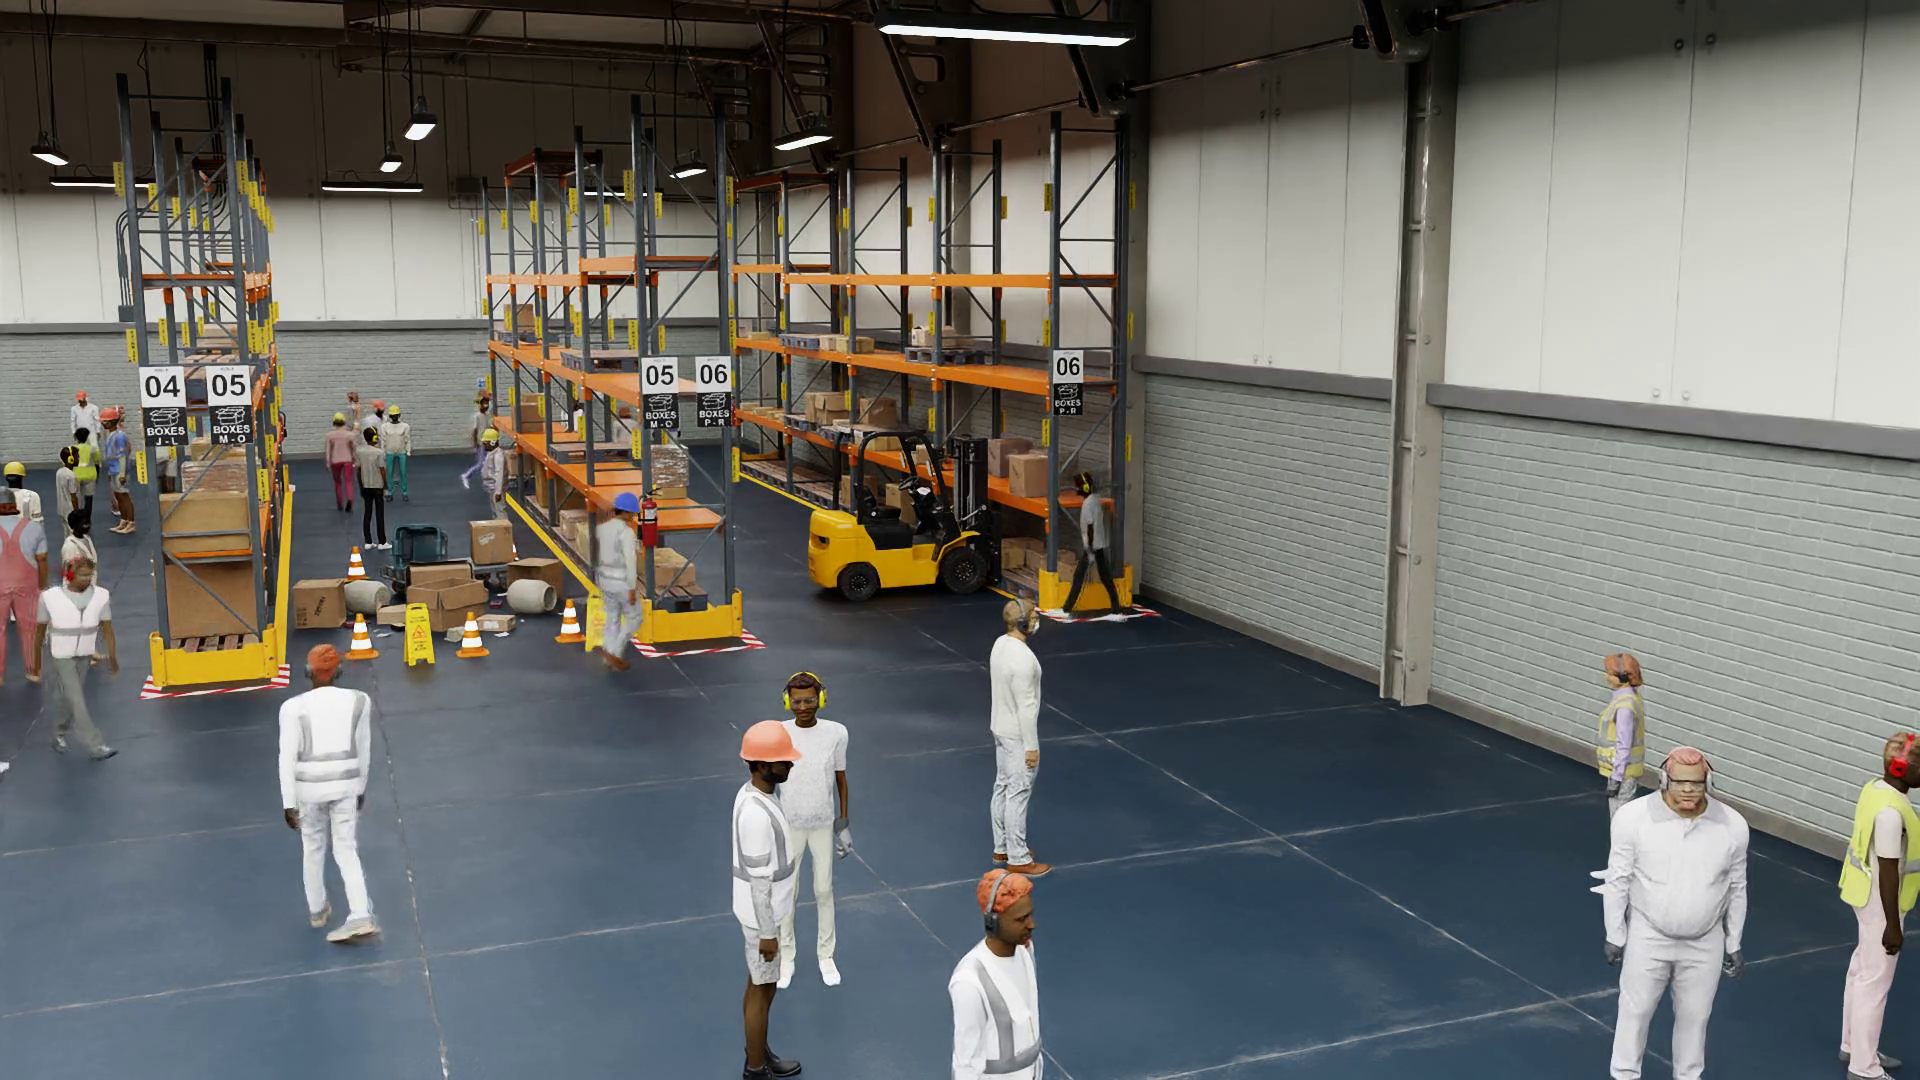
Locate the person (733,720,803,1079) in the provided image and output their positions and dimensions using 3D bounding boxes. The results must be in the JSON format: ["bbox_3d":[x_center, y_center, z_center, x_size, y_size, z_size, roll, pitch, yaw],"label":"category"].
[{"bbox_3d":[-0.957,1.847,8.344,0.356,1.937,0.552,-1,9,-7],"label":"person"}]

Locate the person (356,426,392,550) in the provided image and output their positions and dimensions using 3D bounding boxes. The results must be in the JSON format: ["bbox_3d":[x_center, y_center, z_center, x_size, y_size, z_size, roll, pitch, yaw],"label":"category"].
[{"bbox_3d":[-8.841,-0.780,25.092,0.513,1.872,0.328,3,9,16],"label":"person"}]

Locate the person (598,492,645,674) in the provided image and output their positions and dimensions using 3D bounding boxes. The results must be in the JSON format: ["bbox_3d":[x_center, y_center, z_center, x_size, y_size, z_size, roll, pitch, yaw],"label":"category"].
[{"bbox_3d":[-3.509,0.457,17.177,0.643,1.916,0.415,8,12,42],"label":"person"}]

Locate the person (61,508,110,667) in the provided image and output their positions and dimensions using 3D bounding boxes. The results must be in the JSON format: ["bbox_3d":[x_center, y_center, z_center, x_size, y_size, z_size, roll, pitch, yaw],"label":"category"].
[{"bbox_3d":[-9.297,0.502,17.603,0.323,1.686,0.538,-1,9,-7],"label":"person"}]

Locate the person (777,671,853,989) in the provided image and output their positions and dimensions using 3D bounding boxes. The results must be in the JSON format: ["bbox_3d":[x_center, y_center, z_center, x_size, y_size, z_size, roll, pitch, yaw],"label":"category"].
[{"bbox_3d":[-0.890,1.677,9.658,0.532,1.861,0.321,-1,9,-8],"label":"person"}]

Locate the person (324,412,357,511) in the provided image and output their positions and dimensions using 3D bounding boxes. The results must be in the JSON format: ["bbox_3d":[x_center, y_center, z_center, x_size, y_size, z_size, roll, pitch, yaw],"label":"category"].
[{"bbox_3d":[-10.818,-1.353,29.108,0.535,1.748,0.724,-4,10,-23],"label":"person"}]

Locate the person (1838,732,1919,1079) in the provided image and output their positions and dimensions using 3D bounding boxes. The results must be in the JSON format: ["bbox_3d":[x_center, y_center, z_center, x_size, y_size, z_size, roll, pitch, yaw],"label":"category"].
[{"bbox_3d":[4.700,1.874,8.489,0.389,1.837,0.563,4,10,22],"label":"person"}]

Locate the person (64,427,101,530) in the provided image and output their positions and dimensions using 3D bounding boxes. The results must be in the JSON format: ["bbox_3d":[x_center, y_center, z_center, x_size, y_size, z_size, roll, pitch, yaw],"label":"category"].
[{"bbox_3d":[-14.287,-1.006,27.121,0.528,1.668,0.632,-4,10,-23],"label":"person"}]

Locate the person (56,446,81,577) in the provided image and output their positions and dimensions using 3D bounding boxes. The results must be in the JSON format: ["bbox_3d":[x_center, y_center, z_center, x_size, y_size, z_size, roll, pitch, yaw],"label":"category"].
[{"bbox_3d":[-11.894,-0.325,22.268,0.522,1.865,0.318,8,12,41],"label":"person"}]

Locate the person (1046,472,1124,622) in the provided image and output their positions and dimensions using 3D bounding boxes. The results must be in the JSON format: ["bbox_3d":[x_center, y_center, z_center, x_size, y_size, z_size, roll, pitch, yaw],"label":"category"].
[{"bbox_3d":[1.545,0.085,19.849,0.945,1.812,0.644,4,10,22],"label":"person"}]

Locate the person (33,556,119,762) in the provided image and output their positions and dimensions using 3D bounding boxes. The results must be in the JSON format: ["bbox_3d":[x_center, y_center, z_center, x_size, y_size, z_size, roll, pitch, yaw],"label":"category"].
[{"bbox_3d":[-7.544,1.004,14.212,1.039,1.760,0.567,6,11,33],"label":"person"}]

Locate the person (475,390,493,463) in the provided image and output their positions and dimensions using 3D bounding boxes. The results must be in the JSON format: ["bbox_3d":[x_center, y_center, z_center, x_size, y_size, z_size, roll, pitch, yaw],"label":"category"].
[{"bbox_3d":[-10.463,-2.494,36.624,0.266,1.631,0.507,6,11,33],"label":"person"}]

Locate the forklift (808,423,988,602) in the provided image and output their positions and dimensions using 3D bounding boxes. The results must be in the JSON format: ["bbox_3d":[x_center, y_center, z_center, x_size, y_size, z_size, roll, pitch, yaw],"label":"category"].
[{"bbox_3d":[-0.830,-0.399,21.676,2.313,2.155,1.214,-4,10,-21],"label":"forklift"}]

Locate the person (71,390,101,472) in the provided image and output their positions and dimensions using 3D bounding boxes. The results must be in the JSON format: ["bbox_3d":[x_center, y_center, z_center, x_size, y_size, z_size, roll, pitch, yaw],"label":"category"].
[{"bbox_3d":[-18.379,-2.282,34.963,0.574,1.737,0.354,-1,9,-9],"label":"person"}]

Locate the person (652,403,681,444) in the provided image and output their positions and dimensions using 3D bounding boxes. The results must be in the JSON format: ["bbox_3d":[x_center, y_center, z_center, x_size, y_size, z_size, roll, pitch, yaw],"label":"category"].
[{"bbox_3d":[-6.119,-2.291,34.689,0.636,1.842,0.429,-4,10,-25],"label":"person"}]

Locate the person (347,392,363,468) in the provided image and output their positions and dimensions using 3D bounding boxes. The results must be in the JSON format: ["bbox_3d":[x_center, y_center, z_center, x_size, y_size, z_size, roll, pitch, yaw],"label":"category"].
[{"bbox_3d":[-13.060,-2.382,35.901,0.309,1.641,0.514,0,9,0],"label":"person"}]

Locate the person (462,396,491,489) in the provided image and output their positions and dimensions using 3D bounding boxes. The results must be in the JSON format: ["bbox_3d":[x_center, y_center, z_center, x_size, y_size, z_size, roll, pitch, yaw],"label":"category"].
[{"bbox_3d":[-9.151,-1.827,31.769,0.683,1.853,0.515,3,9,17],"label":"person"}]

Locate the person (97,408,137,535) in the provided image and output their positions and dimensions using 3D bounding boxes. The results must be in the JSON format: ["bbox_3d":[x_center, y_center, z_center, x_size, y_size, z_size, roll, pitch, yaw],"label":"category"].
[{"bbox_3d":[-13.503,-1.097,26.596,0.604,2.034,0.418,9,13,44],"label":"person"}]

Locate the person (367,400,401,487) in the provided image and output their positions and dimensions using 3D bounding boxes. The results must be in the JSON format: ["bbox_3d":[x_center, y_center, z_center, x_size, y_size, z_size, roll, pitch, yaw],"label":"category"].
[{"bbox_3d":[-11.267,-1.869,32.428,0.866,1.707,0.588,4,10,21],"label":"person"}]

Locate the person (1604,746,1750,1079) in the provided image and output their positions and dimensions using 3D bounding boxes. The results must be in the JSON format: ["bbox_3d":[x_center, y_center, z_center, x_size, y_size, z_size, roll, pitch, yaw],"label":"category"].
[{"bbox_3d":[3.440,1.917,8.004,0.651,1.906,0.402,2,9,11],"label":"person"}]

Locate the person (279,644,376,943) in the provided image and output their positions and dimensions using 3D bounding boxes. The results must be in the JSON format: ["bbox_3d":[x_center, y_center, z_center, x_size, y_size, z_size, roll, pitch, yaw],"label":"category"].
[{"bbox_3d":[-3.922,1.583,10.370,0.583,1.837,0.813,-5,11,-31],"label":"person"}]

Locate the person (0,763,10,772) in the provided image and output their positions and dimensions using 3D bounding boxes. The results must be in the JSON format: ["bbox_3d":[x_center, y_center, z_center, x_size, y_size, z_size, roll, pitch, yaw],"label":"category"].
[{"bbox_3d":[-8.142,1.087,13.337,0.595,1.882,0.993,1,9,8],"label":"person"}]

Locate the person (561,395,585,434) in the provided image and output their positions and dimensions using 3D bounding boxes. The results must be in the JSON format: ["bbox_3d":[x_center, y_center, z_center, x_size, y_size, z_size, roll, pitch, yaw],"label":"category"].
[{"bbox_3d":[-7.328,-1.838,31.715,0.575,1.882,0.360,1,9,7],"label":"person"}]

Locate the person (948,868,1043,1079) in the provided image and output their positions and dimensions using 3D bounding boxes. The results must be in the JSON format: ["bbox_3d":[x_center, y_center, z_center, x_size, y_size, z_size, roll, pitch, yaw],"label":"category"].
[{"bbox_3d":[0.144,2.178,6.426,0.339,1.882,0.581,4,10,24],"label":"person"}]

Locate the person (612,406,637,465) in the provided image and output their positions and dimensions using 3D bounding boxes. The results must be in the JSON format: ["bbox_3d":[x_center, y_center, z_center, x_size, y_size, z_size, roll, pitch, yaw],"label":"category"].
[{"bbox_3d":[-6.499,-1.792,32.225,0.529,1.620,0.363,-6,11,-34],"label":"person"}]

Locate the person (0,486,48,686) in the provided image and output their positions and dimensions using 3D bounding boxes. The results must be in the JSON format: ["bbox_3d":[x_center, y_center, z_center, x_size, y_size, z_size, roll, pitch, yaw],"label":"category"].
[{"bbox_3d":[-9.620,0.446,16.841,0.690,2.000,0.535,-8,12,-40],"label":"person"}]

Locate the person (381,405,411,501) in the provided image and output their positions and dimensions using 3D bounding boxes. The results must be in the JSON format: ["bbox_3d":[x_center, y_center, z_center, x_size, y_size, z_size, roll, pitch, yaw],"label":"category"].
[{"bbox_3d":[-10.343,-1.588,30.508,0.522,1.768,0.312,-3,9,-17],"label":"person"}]

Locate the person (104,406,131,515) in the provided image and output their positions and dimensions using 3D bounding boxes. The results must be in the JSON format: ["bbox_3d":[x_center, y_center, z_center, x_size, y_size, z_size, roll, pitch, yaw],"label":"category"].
[{"bbox_3d":[-14.548,-1.377,28.785,0.394,1.898,0.641,-6,11,-32],"label":"person"}]

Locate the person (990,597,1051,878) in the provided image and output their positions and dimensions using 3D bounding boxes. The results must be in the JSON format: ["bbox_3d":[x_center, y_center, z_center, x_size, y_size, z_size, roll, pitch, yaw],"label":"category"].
[{"bbox_3d":[0.401,1.350,11.473,0.370,1.940,0.631,-3,9,-17],"label":"person"}]

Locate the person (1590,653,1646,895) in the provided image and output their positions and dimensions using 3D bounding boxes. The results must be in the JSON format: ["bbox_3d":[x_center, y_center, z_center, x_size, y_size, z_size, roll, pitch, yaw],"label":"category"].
[{"bbox_3d":[4.409,1.556,11.116,0.310,1.639,0.514,4,10,23],"label":"person"}]

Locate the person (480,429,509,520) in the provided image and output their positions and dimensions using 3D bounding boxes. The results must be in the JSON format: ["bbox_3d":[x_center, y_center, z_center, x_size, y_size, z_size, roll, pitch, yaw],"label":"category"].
[{"bbox_3d":[-7.063,-0.781,25.267,0.405,1.824,0.594,-4,10,-26],"label":"person"}]

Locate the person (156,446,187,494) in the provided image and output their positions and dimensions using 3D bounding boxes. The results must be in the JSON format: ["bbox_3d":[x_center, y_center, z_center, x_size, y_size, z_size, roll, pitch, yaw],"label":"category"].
[{"bbox_3d":[-13.809,-1.465,28.974,0.627,1.998,0.962,-3,9,-16],"label":"person"}]

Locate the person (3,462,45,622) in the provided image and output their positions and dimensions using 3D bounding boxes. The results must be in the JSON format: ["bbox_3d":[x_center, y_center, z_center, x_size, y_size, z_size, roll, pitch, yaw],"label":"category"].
[{"bbox_3d":[-11.218,0.026,19.851,0.585,1.924,0.375,-1,9,-8],"label":"person"}]
